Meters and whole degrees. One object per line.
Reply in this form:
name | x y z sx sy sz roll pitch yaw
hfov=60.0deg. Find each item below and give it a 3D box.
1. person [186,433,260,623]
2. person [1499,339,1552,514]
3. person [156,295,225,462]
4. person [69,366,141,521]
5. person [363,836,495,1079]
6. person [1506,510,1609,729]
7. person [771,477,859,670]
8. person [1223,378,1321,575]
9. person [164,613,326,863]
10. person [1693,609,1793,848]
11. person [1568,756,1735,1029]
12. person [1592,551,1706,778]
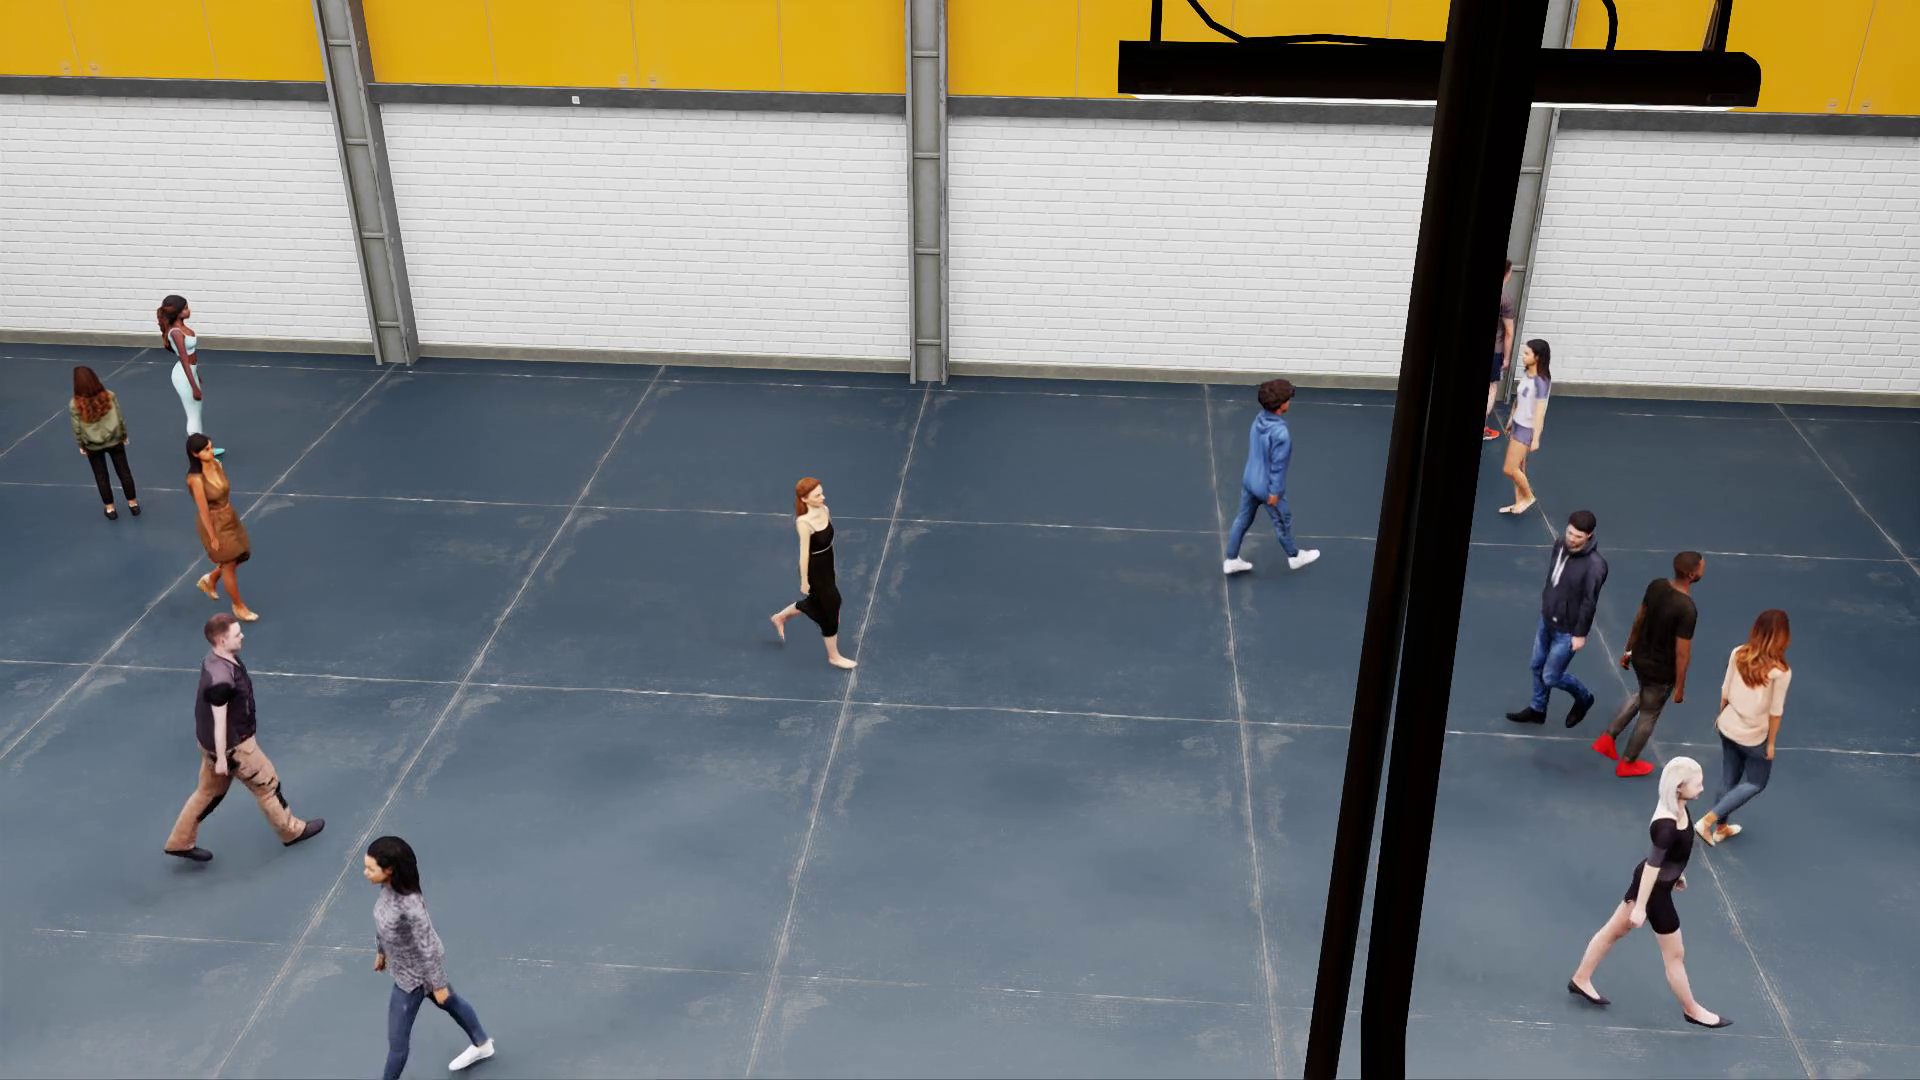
person | -6.023 -0.084 13.381 0.757 1.676 0.586 4 29 8
person | 5.184 -0.993 14.999 0.653 1.722 0.647 -3 29 -5
person | -7.427 -1.536 15.992 0.656 1.724 0.643 -10 30 -18
person | -7.752 -0.891 15.066 0.643 1.478 0.725 -18 33 -29
person | -2.856 2.287 9.020 1.201 1.690 1.082 -18 33 -30
person | 4.428 0.594 11.939 0.927 1.866 0.850 -5 29 -10
person | -1.185 0.239 12.871 1.080 1.597 0.770 11 31 20
person | 2.490 -0.479 13.999 1.181 1.777 0.985 -10 30 -17
person | -4.813 1.329 10.680 1.306 1.781 1.113 -13 31 -22
person | 5.039 1.276 10.780 0.906 1.779 0.819 -14 32 -24
person | 3.834 1.987 9.464 1.192 1.791 0.838 11 31 19
person | 4.720 0.878 11.500 0.840 1.788 0.816 -5 29 -9
